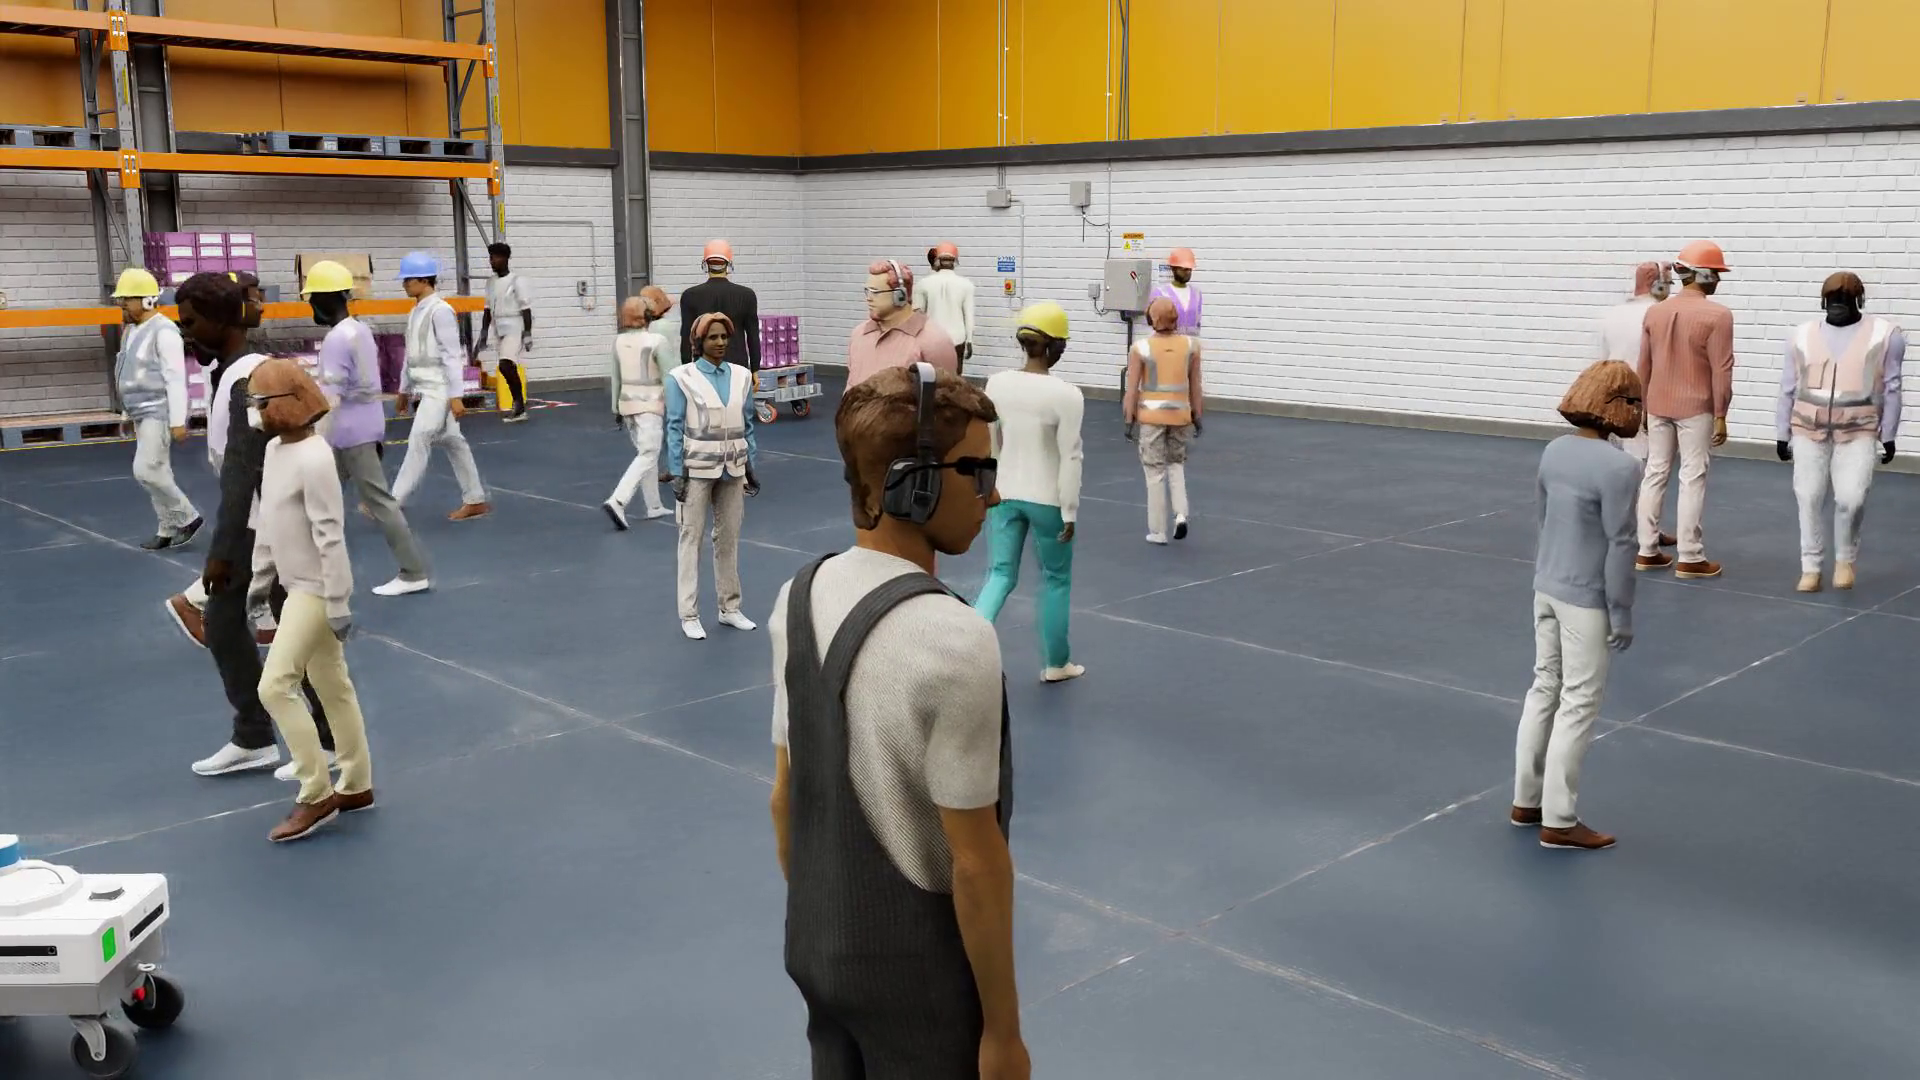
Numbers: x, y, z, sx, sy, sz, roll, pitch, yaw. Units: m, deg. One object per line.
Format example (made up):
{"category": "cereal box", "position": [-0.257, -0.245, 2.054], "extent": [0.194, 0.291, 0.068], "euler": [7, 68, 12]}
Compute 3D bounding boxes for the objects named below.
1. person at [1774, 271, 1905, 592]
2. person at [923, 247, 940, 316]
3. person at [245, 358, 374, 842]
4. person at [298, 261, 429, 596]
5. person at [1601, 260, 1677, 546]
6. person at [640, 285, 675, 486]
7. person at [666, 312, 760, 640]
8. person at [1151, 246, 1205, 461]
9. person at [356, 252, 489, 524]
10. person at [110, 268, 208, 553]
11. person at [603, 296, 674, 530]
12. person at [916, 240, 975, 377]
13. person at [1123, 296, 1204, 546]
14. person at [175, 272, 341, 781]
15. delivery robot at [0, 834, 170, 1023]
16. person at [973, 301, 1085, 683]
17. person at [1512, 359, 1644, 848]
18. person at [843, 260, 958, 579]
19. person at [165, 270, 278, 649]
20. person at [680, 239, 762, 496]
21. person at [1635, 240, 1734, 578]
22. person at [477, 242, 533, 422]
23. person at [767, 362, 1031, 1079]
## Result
{"category": "person", "position": [4.925, -0.595, 9.379], "extent": [0.639, 1.823, 0.455], "euler": [8, 13, 36]}
{"category": "person", "position": [-0.297, -2.737, 20.929], "extent": [0.328, 1.874, 0.521], "euler": [-5, 11, -25]}
{"category": "person", "position": [-2.260, 0.200, 5.627], "extent": [0.535, 1.619, 0.519], "euler": [-7, 12, -32]}
{"category": "person", "position": [-3.465, -0.596, 9.234], "extent": [0.974, 1.871, 0.613], "euler": [-2, 11, -11]}
{"category": "person", "position": [4.287, -0.848, 10.629], "extent": [0.835, 1.871, 0.627], "euler": [-1, 10, -6]}
{"category": "person", "position": [-2.467, -1.241, 13.457], "extent": [0.456, 1.624, 0.535], "euler": [-4, 11, -20]}
{"category": "person", "position": [-1.250, -0.329, 8.428], "extent": [0.514, 1.642, 0.310], "euler": [-9, 14, -40]}
{"category": "person", "position": [1.956, -1.666, 14.935], "extent": [0.554, 1.922, 0.419], "euler": [-5, 11, -25]}
{"category": "person", "position": [-3.753, -1.025, 11.513], "extent": [0.982, 1.895, 0.651], "euler": [-7, 12, -32]}
{"category": "person", "position": [-5.142, -0.808, 10.580], "extent": [0.417, 1.819, 0.595], "euler": [-10, 14, -44]}
{"category": "person", "position": [-2.256, -0.894, 11.598], "extent": [0.519, 1.608, 0.762], "euler": [7, 13, 34]}
{"category": "person", "position": [-0.160, -2.076, 17.056], "extent": [0.621, 1.970, 0.784], "euler": [1, 10, 5]}
{"category": "person", "position": [1.320, -0.773, 10.870], "extent": [0.549, 1.623, 0.367], "euler": [-3, 11, -16]}
{"category": "person", "position": [-2.605, -0.026, 6.093], "extent": [0.694, 1.881, 0.628], "euler": [-6, 12, -29]}
{"category": "delivery robot", "position": [-2.339, 0.966, 4.074], "extent": [0.707, 0.478, 0.477], "euler": [0, 10, -1]}
{"category": "person", "position": [0.282, -0.175, 7.310], "extent": [0.534, 1.739, 0.749], "euler": [7, 12, 33]}
{"category": "person", "position": [2.070, 0.212, 5.536], "extent": [0.298, 1.622, 0.497], "euler": [-2, 11, -11]}
{"category": "person", "position": [-0.330, -0.406, 8.137], "extent": [0.641, 1.904, 0.401], "euler": [8, 13, 37]}
{"category": "person", "position": [-3.499, -0.364, 8.029], "extent": [0.611, 1.858, 0.530], "euler": [-6, 12, -31]}
{"category": "person", "position": [-1.856, -1.328, 12.911], "extent": [0.623, 1.992, 0.396], "euler": [-2, 11, -12]}
{"category": "person", "position": [4.319, -0.775, 9.907], "extent": [0.392, 1.989, 0.613], "euler": [-6, 12, -28]}
{"category": "person", "position": [-4.922, -2.236, 18.000], "extent": [0.612, 1.947, 0.586], "euler": [9, 14, 40]}
{"category": "person", "position": [-0.086, 0.659, 2.496], "extent": [0.348, 1.842, 0.505], "euler": [-8, 13, -37]}
